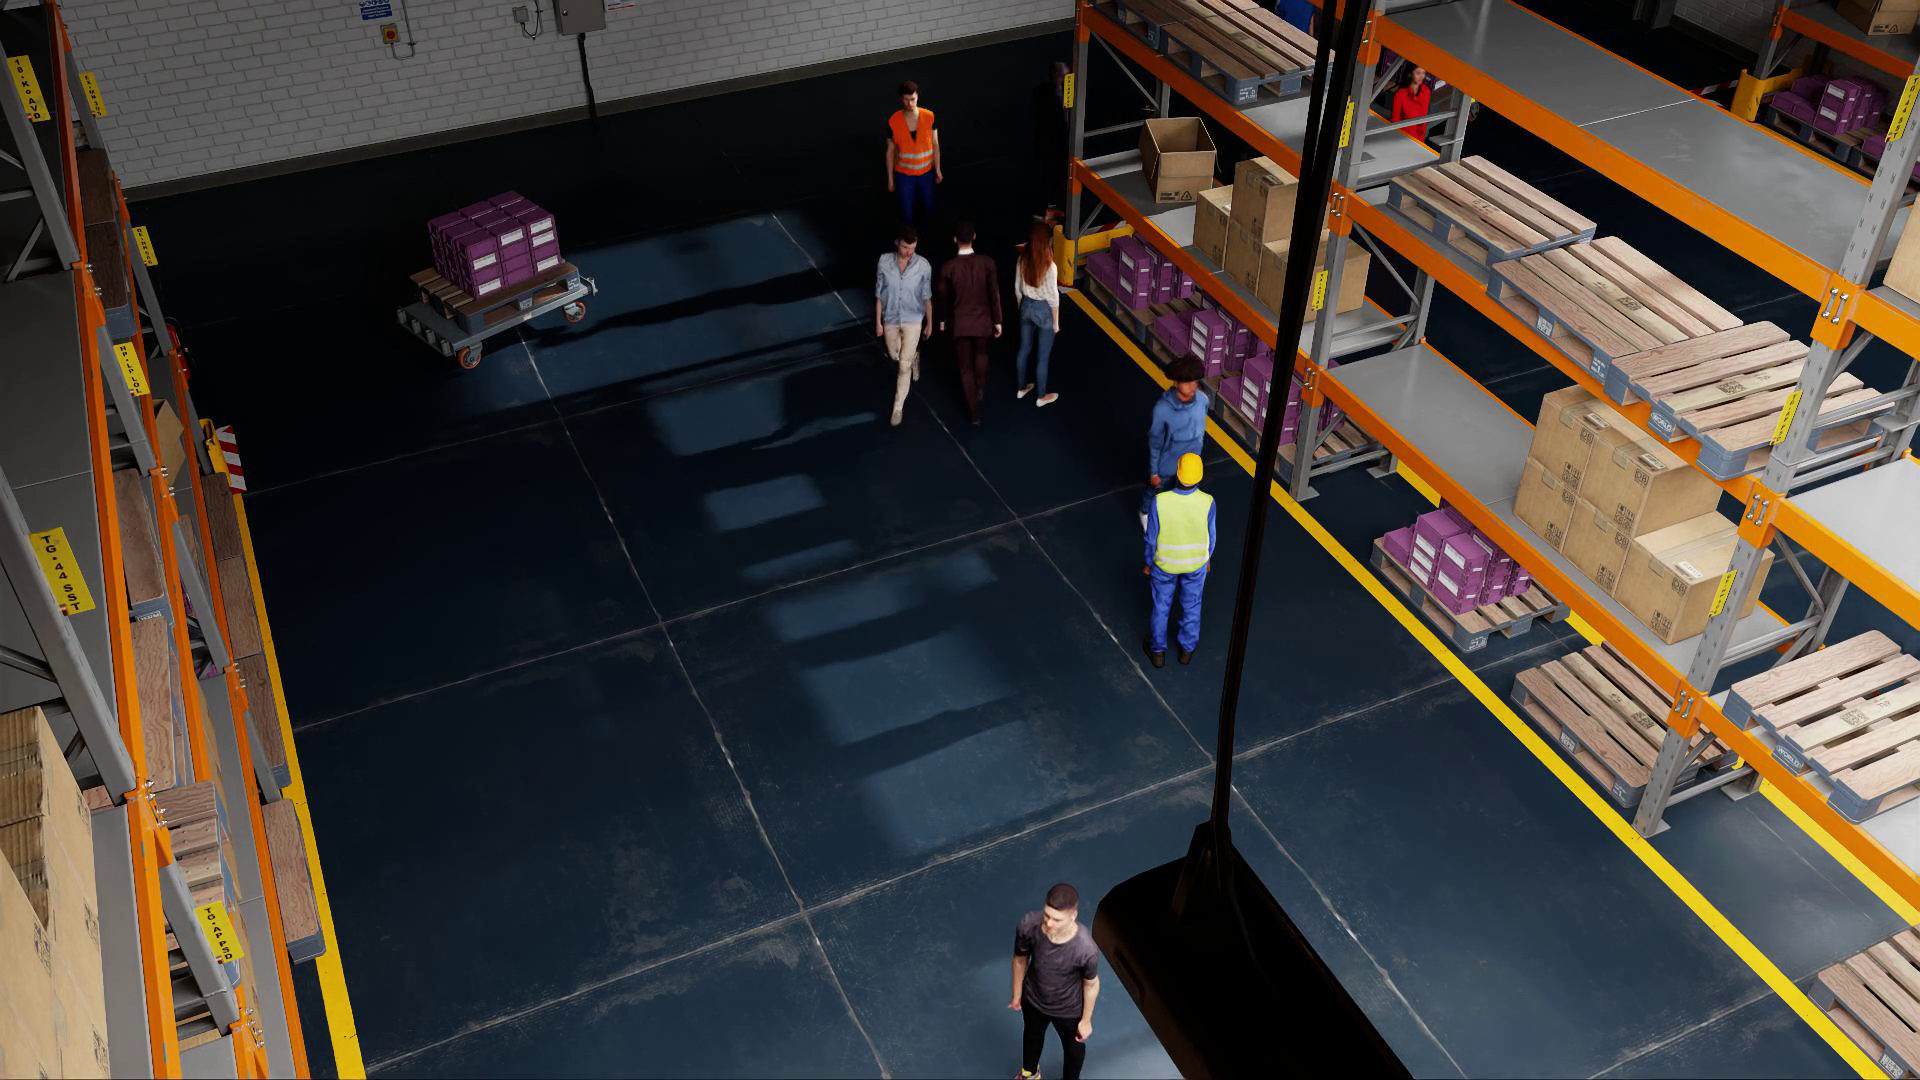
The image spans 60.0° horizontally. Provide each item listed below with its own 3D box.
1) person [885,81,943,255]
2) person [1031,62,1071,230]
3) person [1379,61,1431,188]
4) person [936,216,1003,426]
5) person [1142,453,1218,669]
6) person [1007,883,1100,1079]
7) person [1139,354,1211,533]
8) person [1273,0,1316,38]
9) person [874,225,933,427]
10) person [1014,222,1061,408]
[{"bbox_3d":[-0.468,-3.684,16.391,0.804,1.878,0.780,-5,39,-6],"label":"person"},{"bbox_3d":[0.843,-3.943,16.775,0.793,1.803,0.660,-14,41,-17],"label":"person"},{"bbox_3d":[4.526,-4.064,16.971,0.597,1.747,0.586,-16,41,-19],"label":"person"},{"bbox_3d":[0.098,-1.786,14.046,0.847,1.839,1.008,-5,39,-6],"label":"person"},{"bbox_3d":[1.531,0.138,11.657,0.744,1.813,0.722,-1,39,-2],"label":"person"},{"bbox_3d":[0.509,2.429,8.828,0.689,1.764,0.776,18,42,21],"label":"person"},{"bbox_3d":[1.593,-0.652,12.683,0.741,1.767,1.171,-13,40,-16],"label":"person"},{"bbox_3d":[3.737,-5.528,18.721,0.811,1.851,0.671,-3,39,-4],"label":"person"},{"bbox_3d":[-0.457,-1.920,14.234,1.037,1.813,1.177,8,39,10],"label":"person"},{"bbox_3d":[0.660,-1.960,14.352,0.580,1.728,0.711,27,46,29],"label":"person"}]
